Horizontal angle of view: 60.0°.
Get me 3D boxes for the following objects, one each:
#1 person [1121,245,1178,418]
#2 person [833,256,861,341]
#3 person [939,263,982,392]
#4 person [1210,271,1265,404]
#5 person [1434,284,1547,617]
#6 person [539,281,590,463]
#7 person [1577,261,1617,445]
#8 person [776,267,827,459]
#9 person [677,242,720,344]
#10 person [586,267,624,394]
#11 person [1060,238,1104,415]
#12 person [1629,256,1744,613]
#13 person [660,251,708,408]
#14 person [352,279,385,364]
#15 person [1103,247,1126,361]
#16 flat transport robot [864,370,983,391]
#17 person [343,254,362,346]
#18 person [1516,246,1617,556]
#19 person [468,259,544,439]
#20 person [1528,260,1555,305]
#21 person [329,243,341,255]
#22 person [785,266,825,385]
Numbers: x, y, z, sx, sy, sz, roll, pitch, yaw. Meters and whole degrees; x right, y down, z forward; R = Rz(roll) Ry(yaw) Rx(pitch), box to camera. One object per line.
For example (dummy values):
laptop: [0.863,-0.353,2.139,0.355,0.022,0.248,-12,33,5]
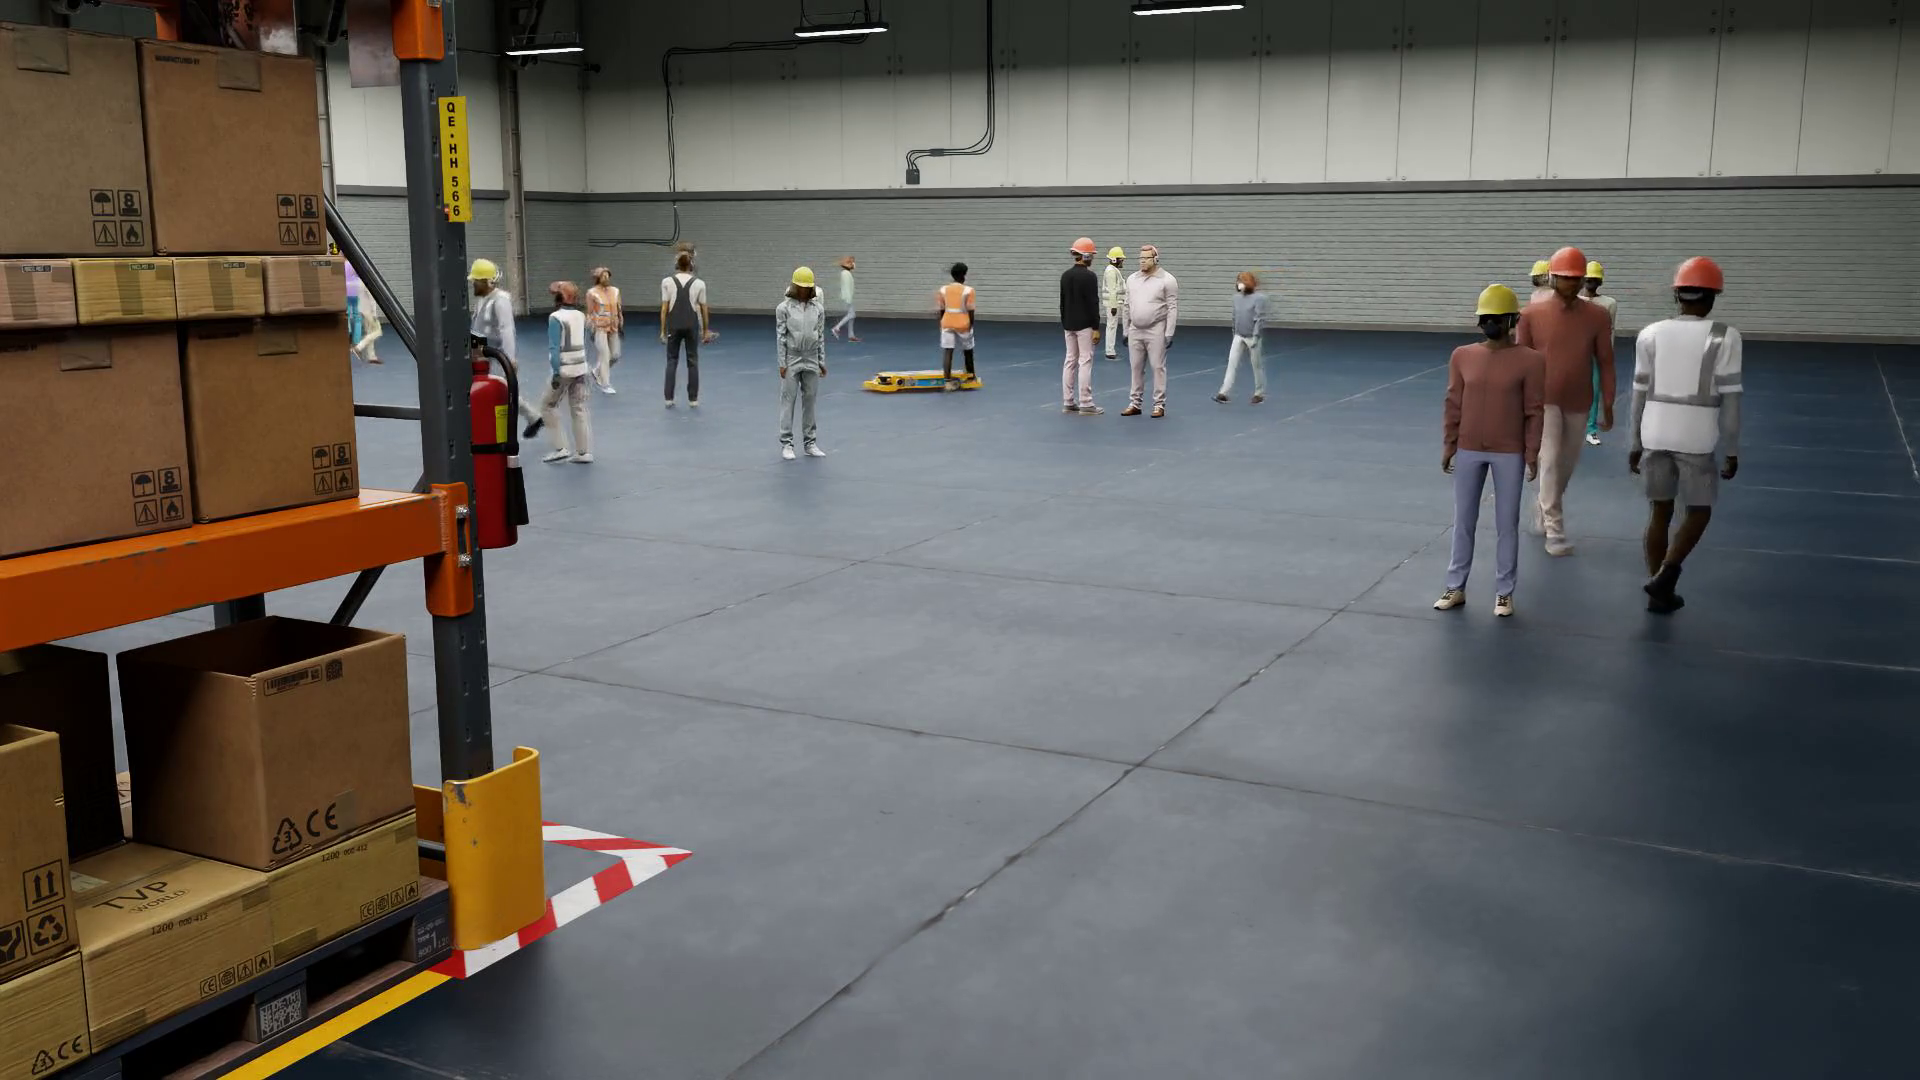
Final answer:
person: [2.089,-2.321,18.568,0.652,1.906,0.409,7,12,33]
person: [-2.142,-4.586,31.661,0.464,1.619,0.524,0,10,1]
person: [-0.002,-2.765,21.644,0.549,1.648,0.853,4,11,23]
person: [3.367,-2.395,19.826,0.504,1.594,0.830,10,15,44]
person: [2.830,-0.474,8.876,0.524,1.769,0.326,7,12,33]
person: [-3.533,-1.477,14.744,0.539,1.616,0.539,4,11,21]
person: [6.068,-1.805,16.130,0.523,1.772,0.303,2,11,10]
person: [-1.429,-1.604,15.125,0.484,1.735,0.309,-7,12,-33]
person: [-5.024,-4.625,31.180,1.004,1.883,0.655,-9,14,-40]
person: [-4.602,-2.700,21.406,0.555,1.621,0.525,8,13,39]
person: [1.377,-2.411,18.820,0.383,1.993,0.612,-7,13,-35]
person: [3.792,-0.525,8.762,0.579,1.917,0.601,10,14,43]
person: [-3.243,-2.457,19.500,0.549,1.839,0.378,-2,11,-11]
person: [-9.285,-3.550,26.031,0.450,1.619,0.522,-8,13,-36]
person: [2.512,-3.827,26.980,0.404,1.830,0.601,1,10,5]
flat transport robot: [-0.483,-2.099,21.820,1.431,0.197,0.652,-5,11,-23]
person: [-11.030,-4.409,30.149,0.579,1.833,0.607,-4,11,-21]
person: [3.912,-0.927,10.849,0.651,1.957,0.939,1,10,5]
person: [-4.392,-1.793,15.974,0.637,1.805,0.636,-8,13,-37]
person: [6.590,-2.266,18.710,0.616,1.747,0.527,-1,10,-8]
person: [-13.082,-5.319,35.031,0.310,1.865,0.535,-6,12,-31]
person: [-2.027,-2.772,21.767,0.530,1.626,0.437,0,10,1]
